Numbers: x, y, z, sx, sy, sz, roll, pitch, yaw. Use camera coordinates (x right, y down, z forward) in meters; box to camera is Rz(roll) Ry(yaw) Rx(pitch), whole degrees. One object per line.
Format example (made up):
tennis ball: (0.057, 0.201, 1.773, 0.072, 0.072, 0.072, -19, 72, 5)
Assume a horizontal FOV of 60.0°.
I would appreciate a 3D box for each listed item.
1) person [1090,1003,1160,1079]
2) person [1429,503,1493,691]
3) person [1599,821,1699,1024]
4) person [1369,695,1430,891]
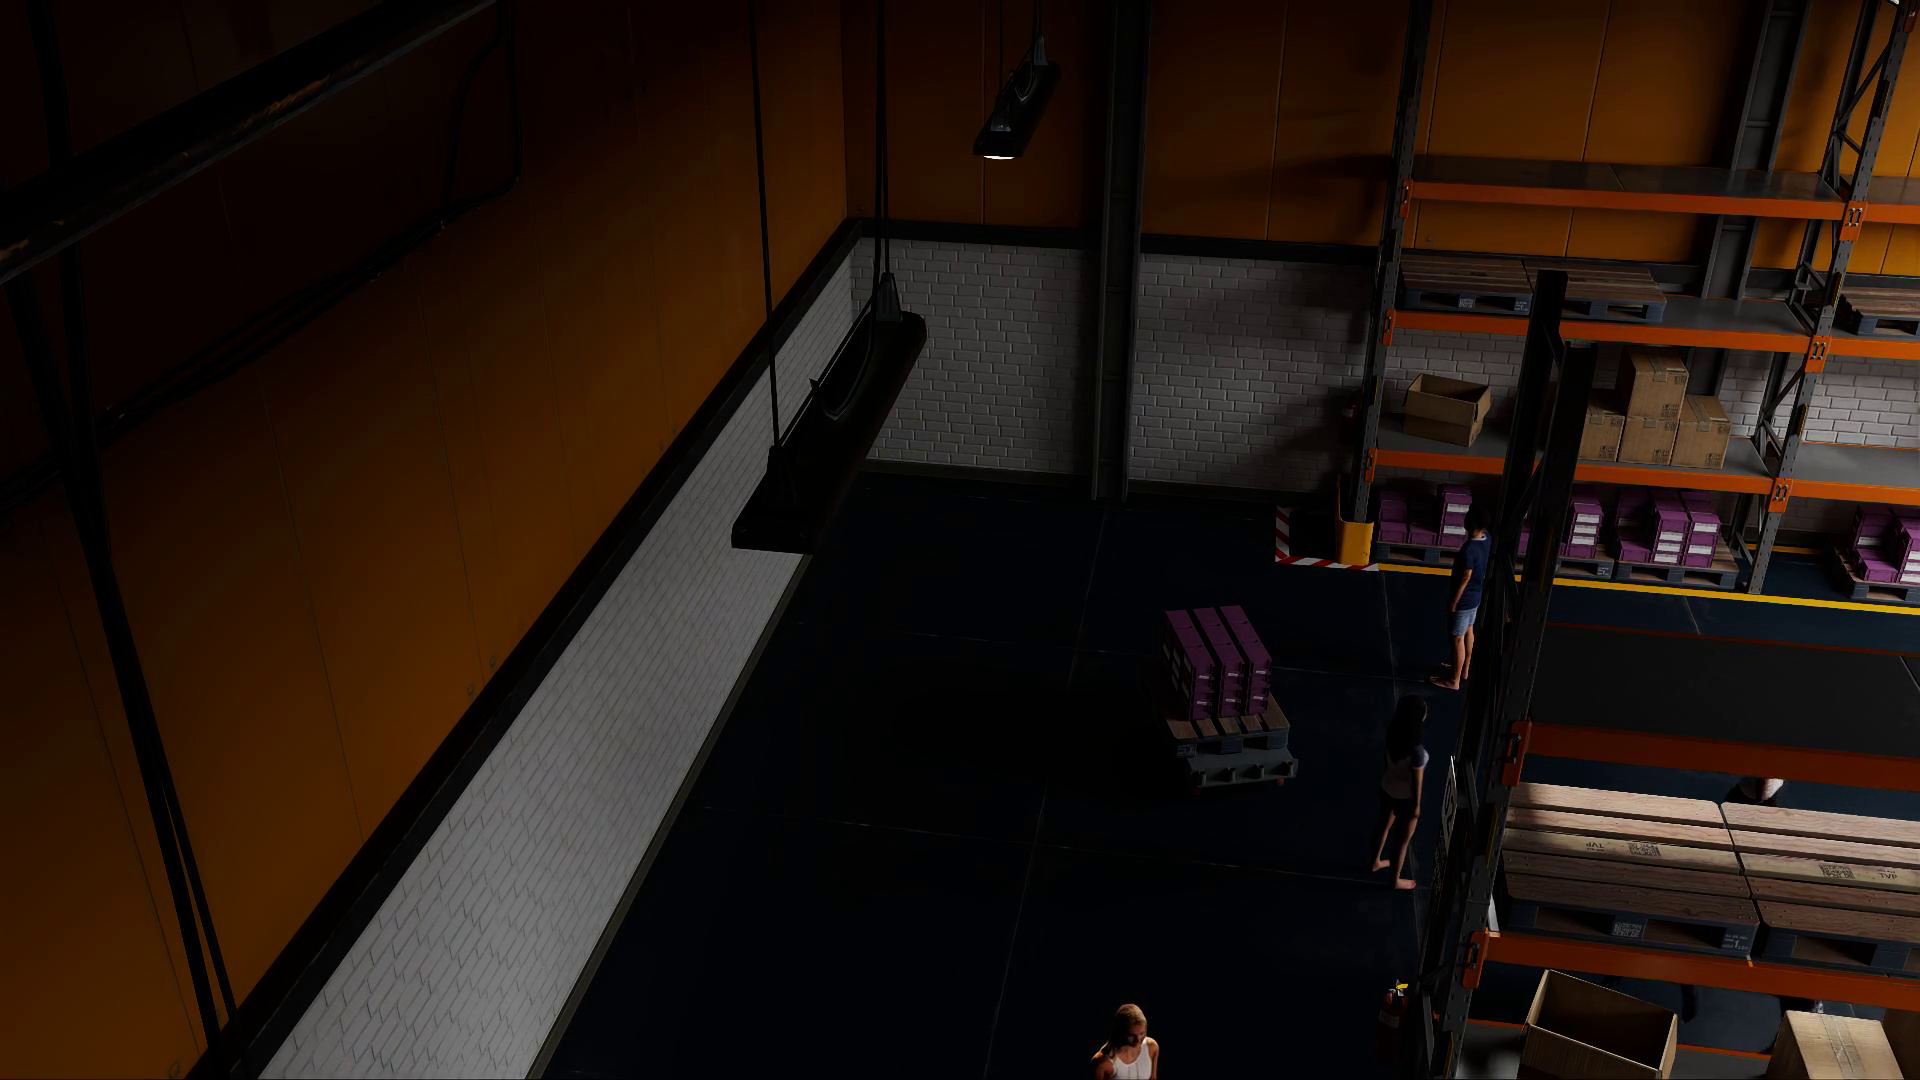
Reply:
person: (0.941, 3.426, 9.840, 0.702, 1.806, 0.790, -13, 31, -22)
person: (4.613, 0.509, 15.141, 0.723, 1.850, 0.708, 22, 36, 35)
person: (4.797, 2.539, 11.530, 1.060, 1.744, 1.008, -17, 33, -28)
person: (3.372, 1.907, 12.728, 0.690, 1.706, 0.677, -10, 30, -18)
